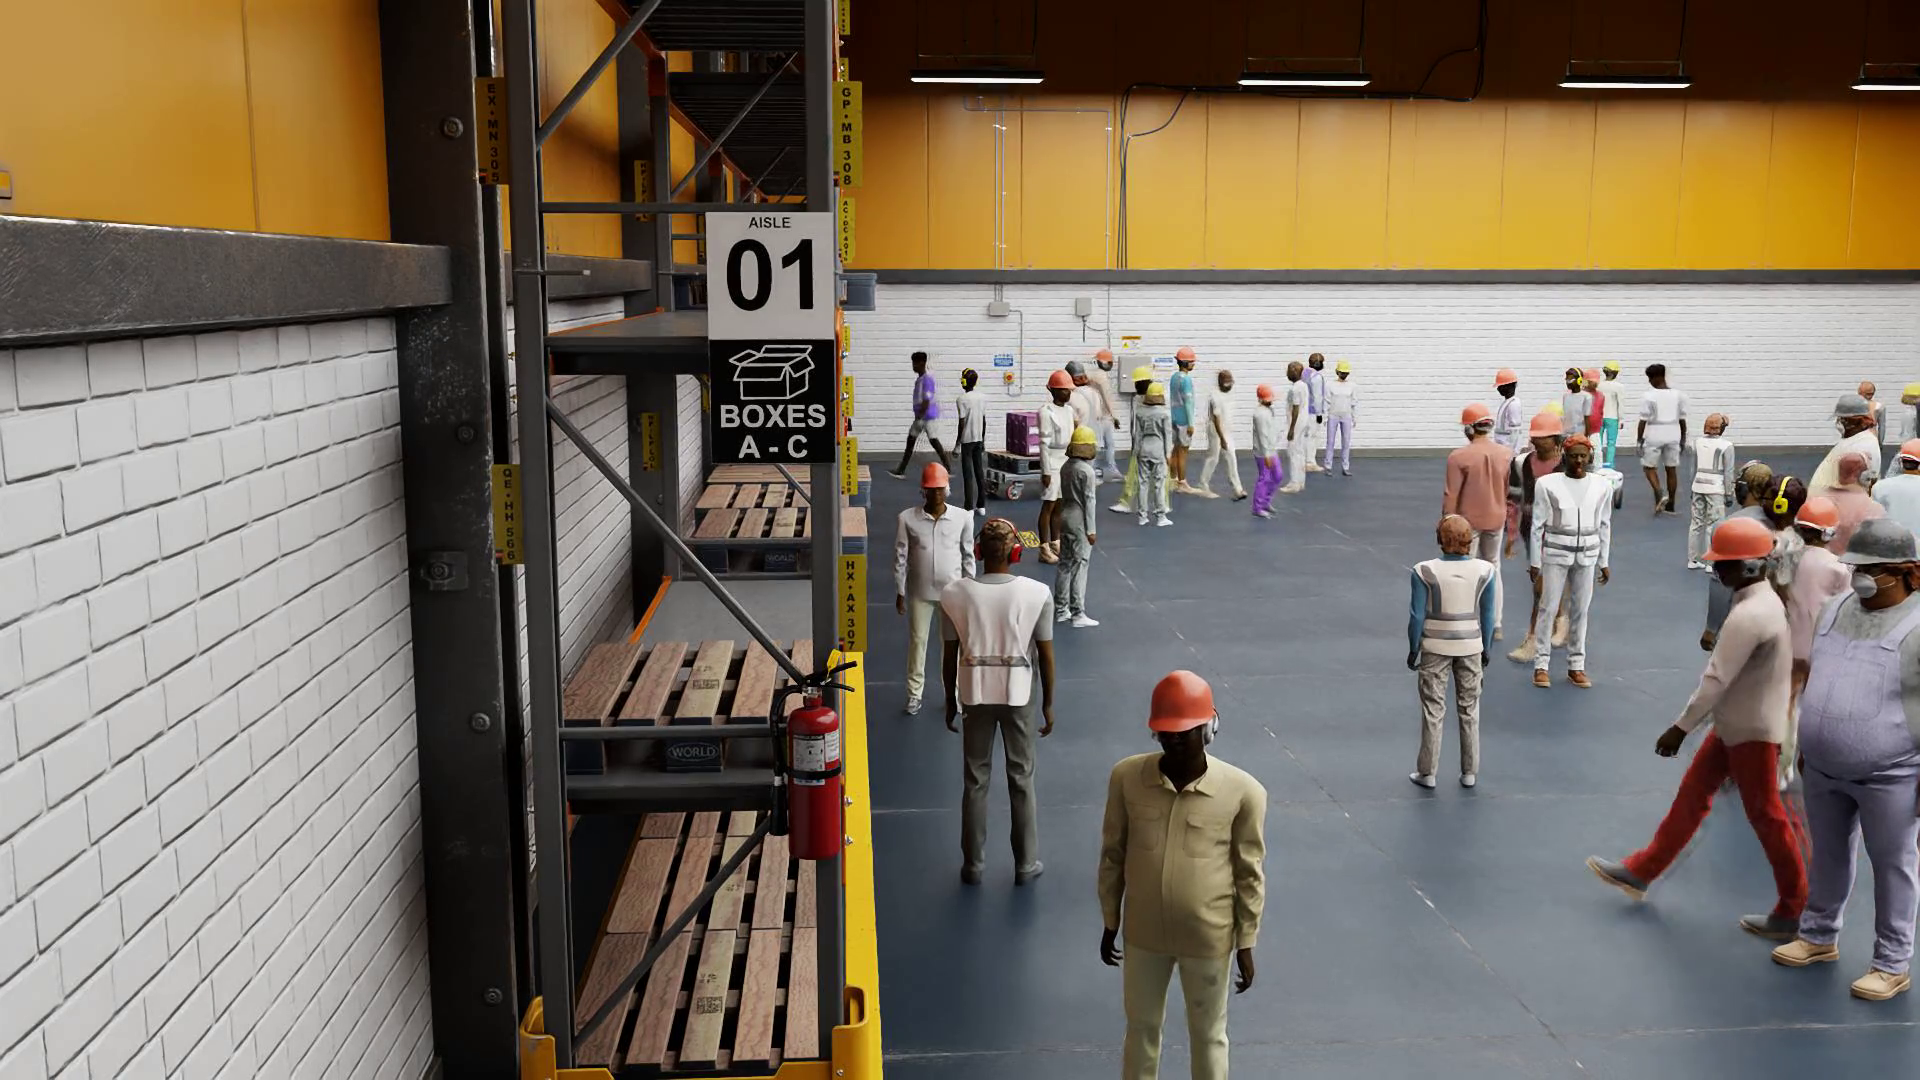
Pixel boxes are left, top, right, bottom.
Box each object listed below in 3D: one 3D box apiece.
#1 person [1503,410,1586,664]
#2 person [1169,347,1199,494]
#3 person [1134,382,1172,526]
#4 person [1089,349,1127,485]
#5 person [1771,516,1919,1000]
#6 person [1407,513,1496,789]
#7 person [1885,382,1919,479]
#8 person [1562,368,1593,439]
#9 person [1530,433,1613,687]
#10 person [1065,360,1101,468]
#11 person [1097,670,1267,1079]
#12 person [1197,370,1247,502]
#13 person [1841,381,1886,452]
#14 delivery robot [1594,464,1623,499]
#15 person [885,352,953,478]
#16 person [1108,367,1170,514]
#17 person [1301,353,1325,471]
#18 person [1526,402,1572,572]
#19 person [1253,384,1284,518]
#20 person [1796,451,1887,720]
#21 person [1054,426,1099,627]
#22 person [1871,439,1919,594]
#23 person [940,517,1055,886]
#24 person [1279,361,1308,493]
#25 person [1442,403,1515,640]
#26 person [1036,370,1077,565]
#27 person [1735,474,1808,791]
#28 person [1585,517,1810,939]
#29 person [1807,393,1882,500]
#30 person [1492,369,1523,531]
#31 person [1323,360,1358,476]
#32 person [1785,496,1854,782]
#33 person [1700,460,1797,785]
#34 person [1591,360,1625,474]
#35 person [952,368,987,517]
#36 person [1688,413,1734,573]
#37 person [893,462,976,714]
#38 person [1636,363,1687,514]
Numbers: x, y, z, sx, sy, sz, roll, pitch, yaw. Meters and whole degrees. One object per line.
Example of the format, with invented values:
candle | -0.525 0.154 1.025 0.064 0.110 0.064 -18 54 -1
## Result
person | 4.687 -0.050 13.247 1.051 1.991 0.607 -8 12 -43
person | 3.112 -1.656 23.105 0.372 2.044 0.607 -2 9 -14
person | 2.354 -1.046 20.215 0.487 1.744 0.314 6 11 32
person | 2.155 -1.772 24.066 0.851 1.959 0.611 0 9 -2
person | 3.816 0.904 7.042 0.538 2.000 0.690 -4 10 -23
person | 2.892 0.663 9.809 0.514 1.641 0.308 0 9 -2
person | 11.676 -1.088 20.585 0.497 1.714 0.799 -5 10 -29
person | 7.840 -1.267 21.249 0.316 1.861 0.518 -4 10 -22
person | 4.486 0.154 12.240 0.585 1.882 0.337 0 9 2
person | 1.350 -1.116 19.722 0.536 2.000 0.678 6 11 32
person | 0.721 1.287 5.527 0.562 1.753 0.327 3 10 21
person | 3.525 -1.396 22.299 0.558 1.788 0.848 -8 12 -42
person | 11.901 -1.268 21.929 0.512 1.641 0.309 5 10 26
delivery robot | 8.483 -0.763 21.862 0.477 0.478 0.707 5 10 30
person | -0.567 -1.848 24.766 1.020 1.902 0.611 -3 10 -20
person | 2.296 -1.232 20.961 0.961 1.881 0.604 -7 11 -37
person | 5.492 -1.984 25.827 0.429 1.835 0.628 -1 9 -6
person | 5.996 -0.521 16.880 0.518 1.756 0.342 6 11 34
person | 3.824 -1.108 20.759 0.365 1.700 0.674 5 10 28
person | 5.978 0.319 11.302 0.985 1.862 0.661 -4 10 -22
person | 1.038 -0.120 14.444 0.343 1.736 0.484 -5 10 -28
person | 7.487 0.074 13.149 0.328 1.752 0.563 -9 13 -43
person | 0.186 0.809 8.243 0.567 1.846 0.389 1 9 6
person | 4.685 -1.572 23.210 0.329 1.843 0.519 4 10 25
person | 4.290 -0.147 13.841 0.626 1.978 0.422 -2 9 -11
person | 1.042 -0.770 17.539 0.387 2.045 0.605 6 11 33
person | 4.813 0.546 9.819 0.328 1.874 0.521 8 12 39
person | 3.484 0.855 7.683 1.061 1.926 0.605 4 10 25
person | 7.569 -0.249 14.282 0.535 2.000 0.674 3 10 19
person | 6.489 -1.072 19.797 0.367 1.930 0.542 1 9 8
person | 5.754 -1.837 25.145 0.526 1.761 0.342 0 9 0
person | 4.961 0.618 9.721 0.321 1.755 0.563 -6 11 -34
person | 4.709 0.492 9.943 0.631 1.938 0.362 -3 10 -19
person | 9.725 -1.813 24.970 0.328 1.765 0.532 -8 12 -40
person | 0.123 -1.223 20.924 0.518 1.874 0.326 -9 12 -43
person | 7.665 -0.476 16.995 0.312 1.634 0.514 -4 10 -23
person | -0.173 0.335 11.497 0.575 1.754 0.328 -1 9 -4
person | 8.894 -1.264 21.000 0.692 1.934 0.547 0 9 -1
